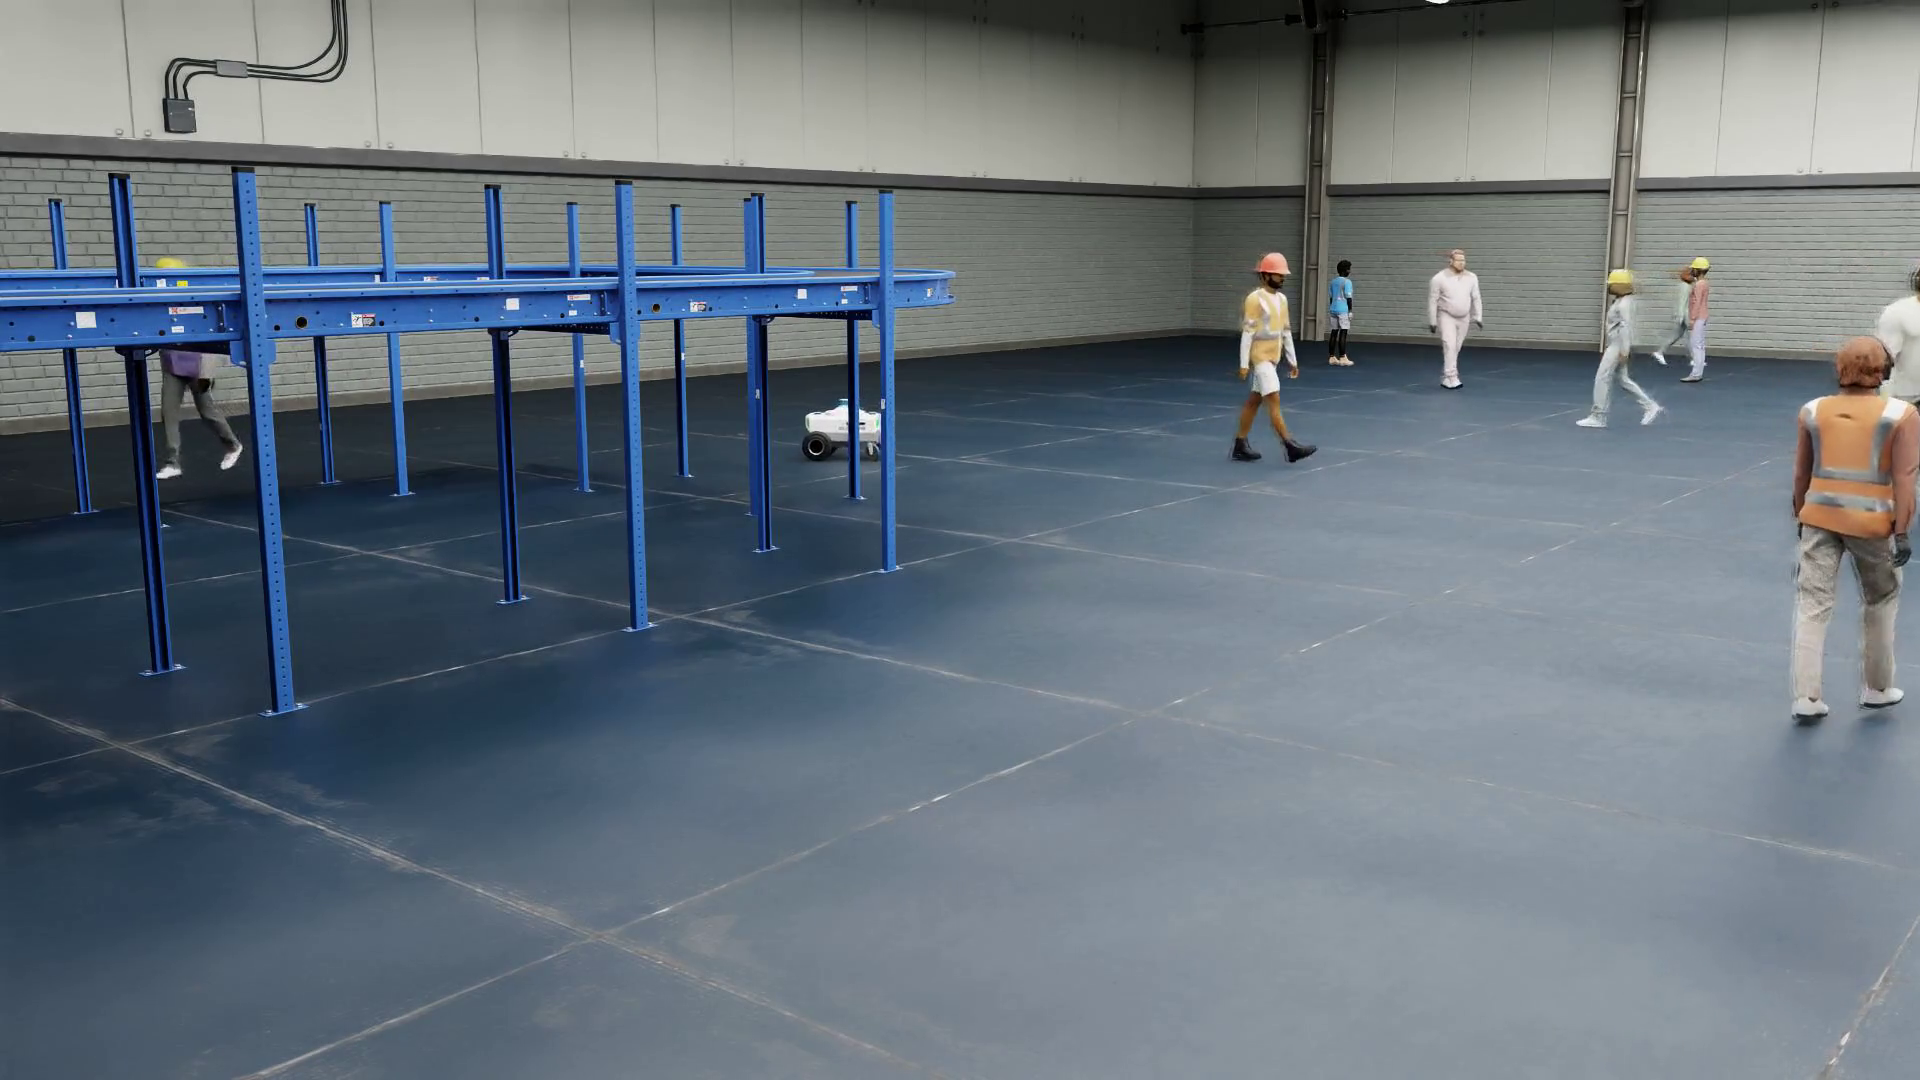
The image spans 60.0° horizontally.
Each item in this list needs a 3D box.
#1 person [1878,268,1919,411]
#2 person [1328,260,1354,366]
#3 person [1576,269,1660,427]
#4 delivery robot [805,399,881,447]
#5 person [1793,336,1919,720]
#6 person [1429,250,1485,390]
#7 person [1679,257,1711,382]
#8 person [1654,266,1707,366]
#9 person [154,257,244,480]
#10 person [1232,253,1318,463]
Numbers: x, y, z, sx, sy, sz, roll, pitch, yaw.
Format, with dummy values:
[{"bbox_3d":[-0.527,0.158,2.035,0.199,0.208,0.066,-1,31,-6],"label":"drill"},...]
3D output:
[{"bbox_3d":[6.839,-1.068,11.948,0.627,1.901,0.996,1,10,3],"label":"person"},{"bbox_3d":[6.173,-3.675,26.928,0.319,1.692,0.533,-5,11,-24],"label":"person"},{"bbox_3d":[7.198,-2.085,18.050,0.796,1.710,0.484,3,11,17],"label":"person"},{"bbox_3d":[-1.070,-1.073,15.508,0.707,0.478,0.477,1,10,5],"label":"delivery robot"},{"bbox_3d":[3.812,-0.052,7.071,0.738,1.605,0.539,-8,13,-39],"label":"person"},{"bbox_3d":[6.742,-2.962,22.484,0.646,1.866,0.930,-2,10,-11],"label":"person"},{"bbox_3d":[10.548,-3.153,23.821,0.308,1.772,0.526,7,12,35],"label":"person"},{"bbox_3d":[11.734,-3.642,27.004,0.781,1.601,0.497,5,11,24],"label":"person"},{"bbox_3d":[-6.664,-1.505,14.416,0.587,1.883,0.945,3,11,14],"label":"person"},{"bbox_3d":[2.874,-1.637,15.078,0.962,1.888,0.573,9,14,41],"label":"person"}]
